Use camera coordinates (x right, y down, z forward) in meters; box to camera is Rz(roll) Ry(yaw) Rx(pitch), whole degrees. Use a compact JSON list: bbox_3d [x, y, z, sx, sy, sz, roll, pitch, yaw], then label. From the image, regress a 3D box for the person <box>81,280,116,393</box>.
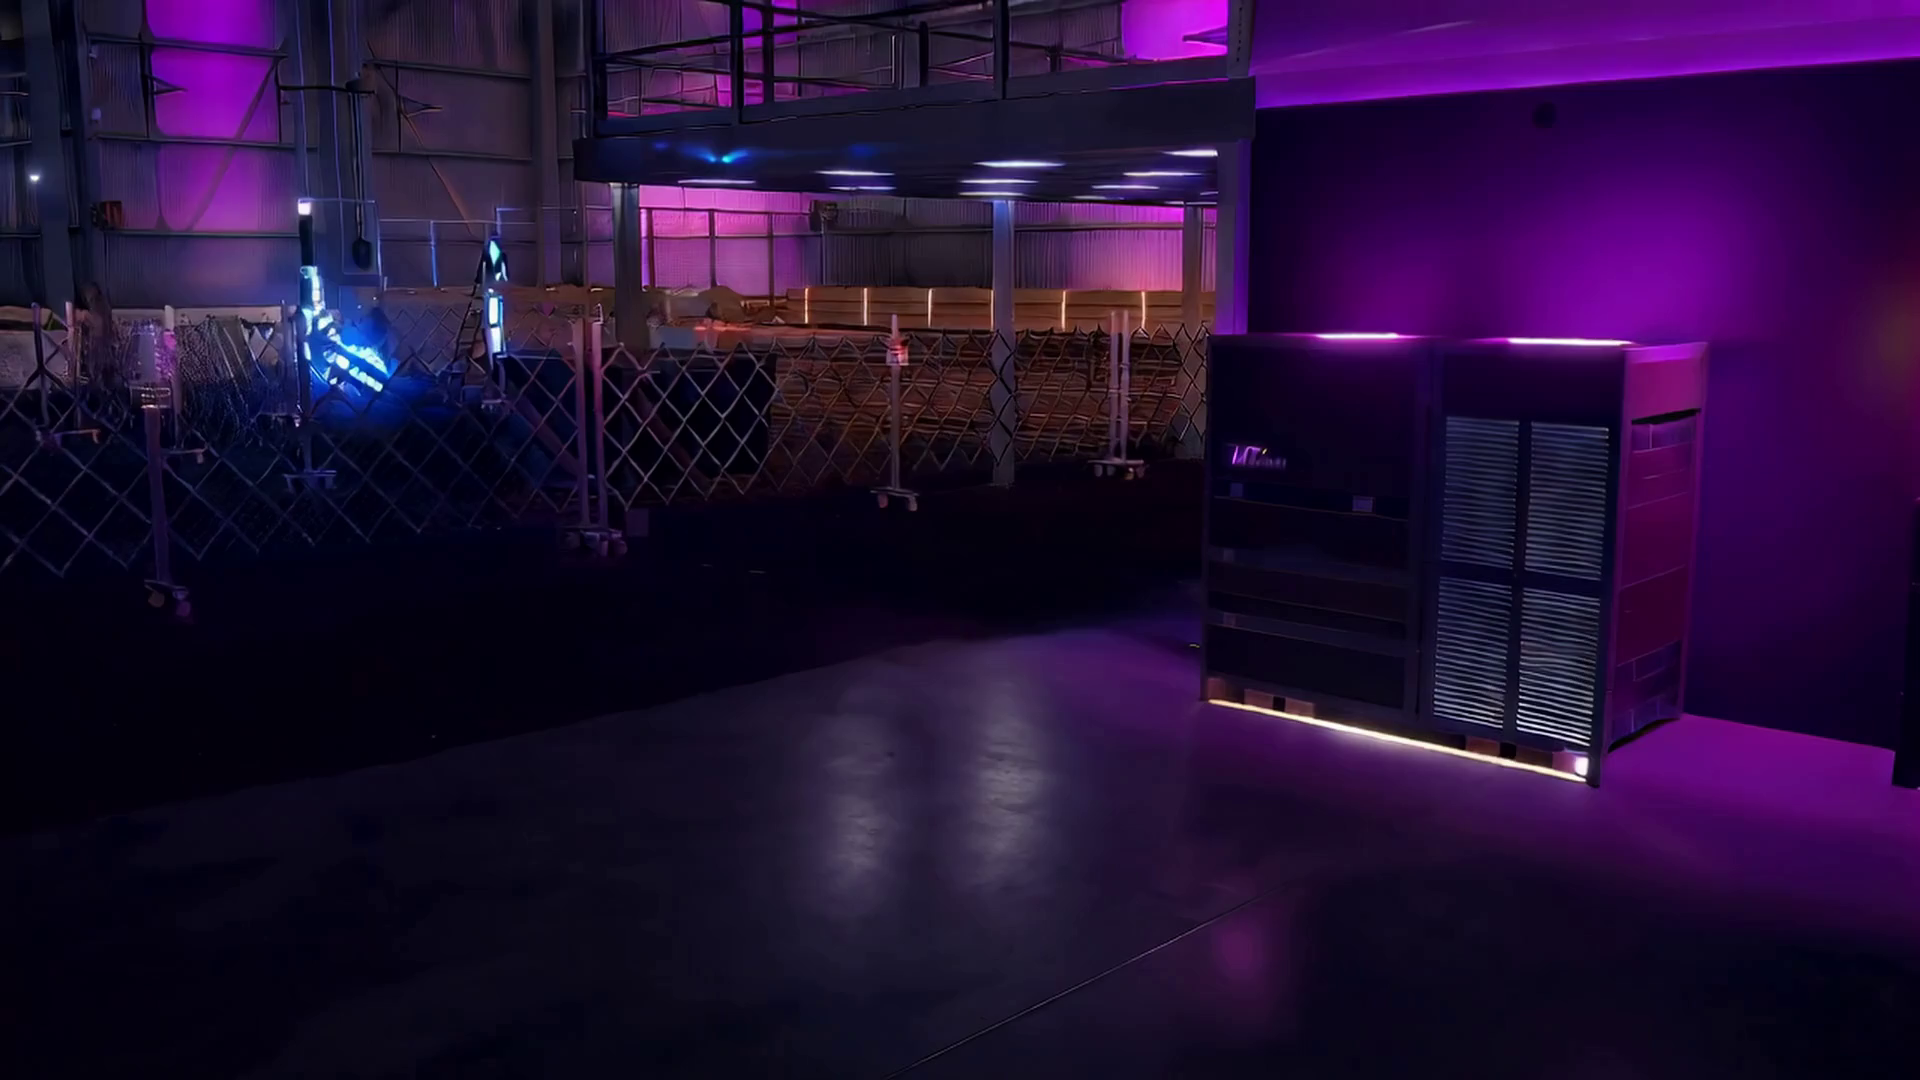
[{"bbox_3d":[-14.437,-3.384,27.738,0.595,1.888,0.649,-1,9,-9],"label":"person"}]
